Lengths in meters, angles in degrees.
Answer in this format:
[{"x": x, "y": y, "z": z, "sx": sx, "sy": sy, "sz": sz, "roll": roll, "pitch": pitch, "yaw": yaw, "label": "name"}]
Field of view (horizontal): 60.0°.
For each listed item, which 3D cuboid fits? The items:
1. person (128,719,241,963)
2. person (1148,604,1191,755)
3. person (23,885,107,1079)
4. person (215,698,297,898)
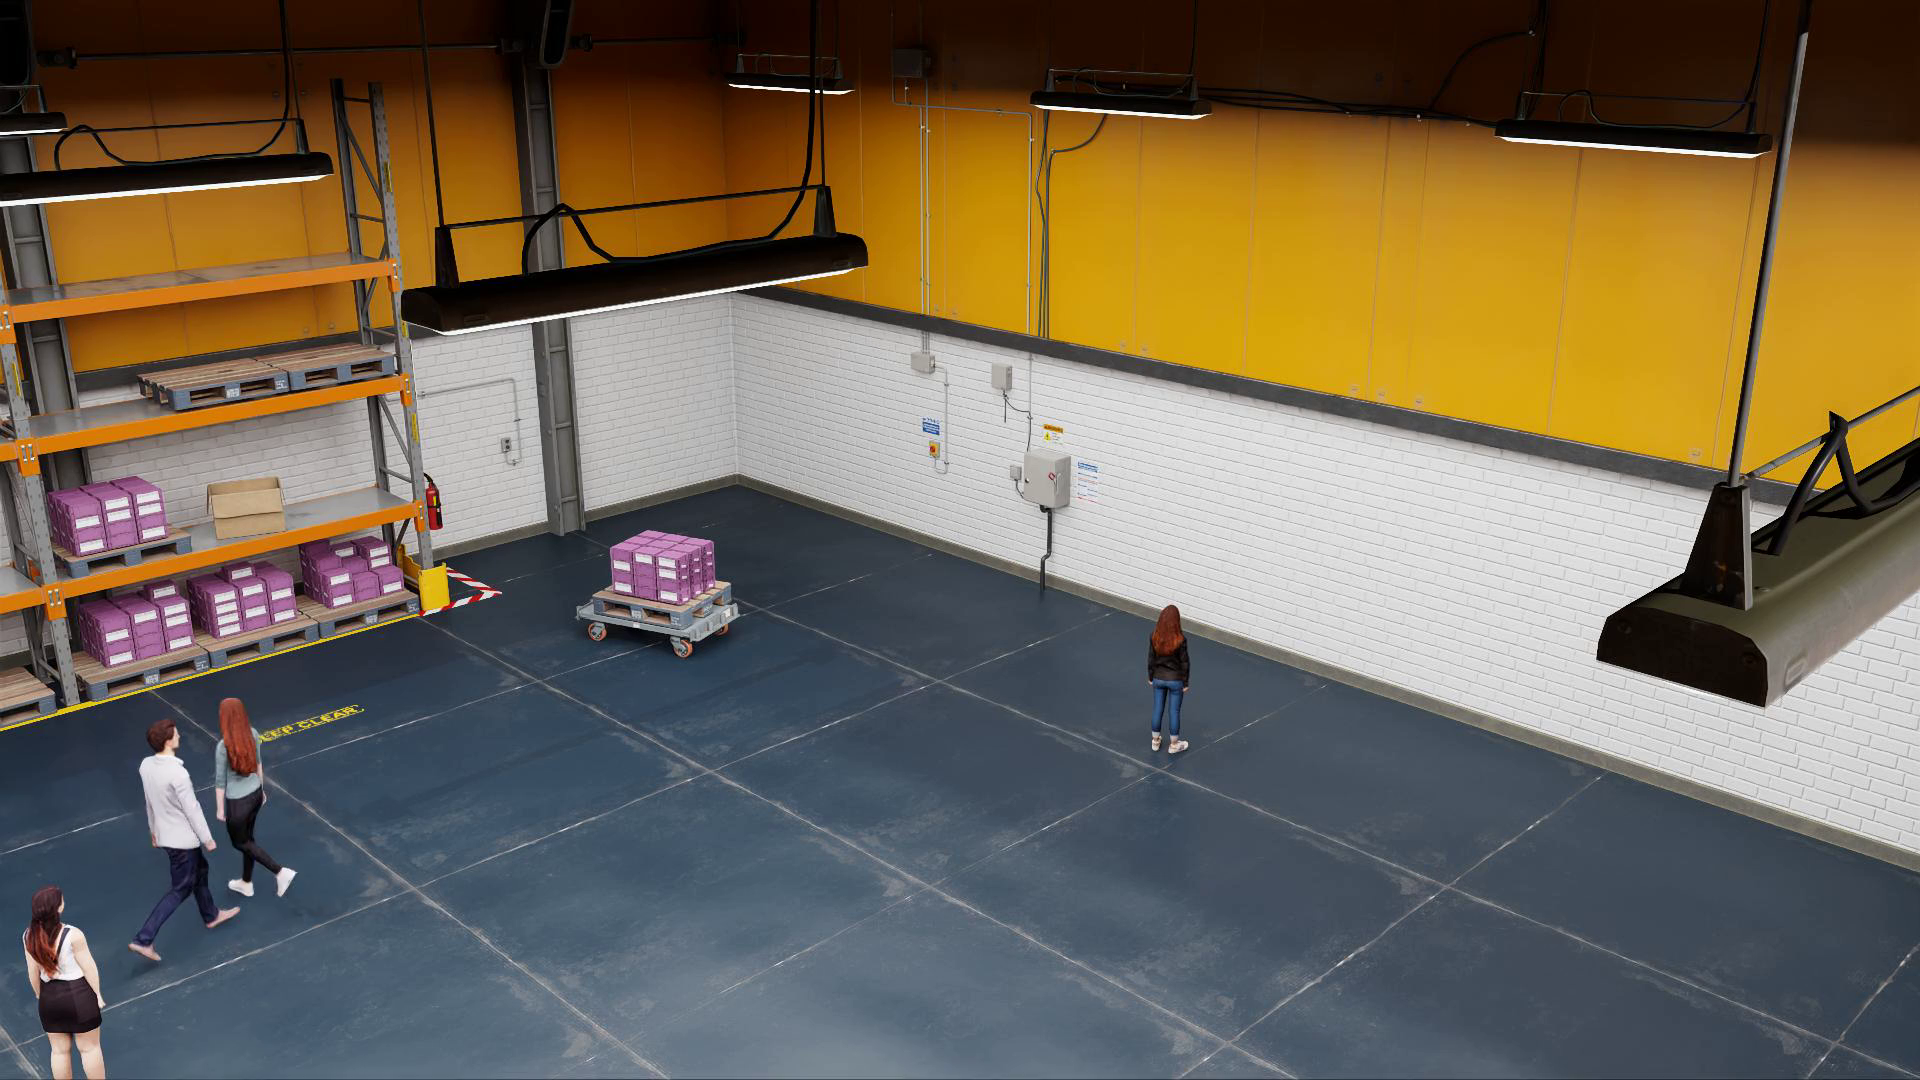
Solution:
[{"x": -5.934, "y": 2.263, "z": 12.460, "sx": 0.768, "sy": 1.818, "sz": 1.193, "roll": 14, "pitch": 23, "yaw": 36, "label": "person"}, {"x": 1.981, "y": 1.310, "z": 15.815, "sx": 0.623, "sy": 1.483, "sz": 0.607, "roll": 9, "pitch": 21, "yaw": 25, "label": "person"}, {"x": -5.724, "y": 2.958, "z": 10.663, "sx": 0.619, "sy": 1.649, "sz": 0.695, "roll": -2, "pitch": 19, "yaw": -5, "label": "person"}, {"x": -5.604, "y": 2.085, "z": 13.132, "sx": 0.897, "sy": 1.727, "sz": 0.998, "roll": 7, "pitch": 20, "yaw": 21, "label": "person"}]
